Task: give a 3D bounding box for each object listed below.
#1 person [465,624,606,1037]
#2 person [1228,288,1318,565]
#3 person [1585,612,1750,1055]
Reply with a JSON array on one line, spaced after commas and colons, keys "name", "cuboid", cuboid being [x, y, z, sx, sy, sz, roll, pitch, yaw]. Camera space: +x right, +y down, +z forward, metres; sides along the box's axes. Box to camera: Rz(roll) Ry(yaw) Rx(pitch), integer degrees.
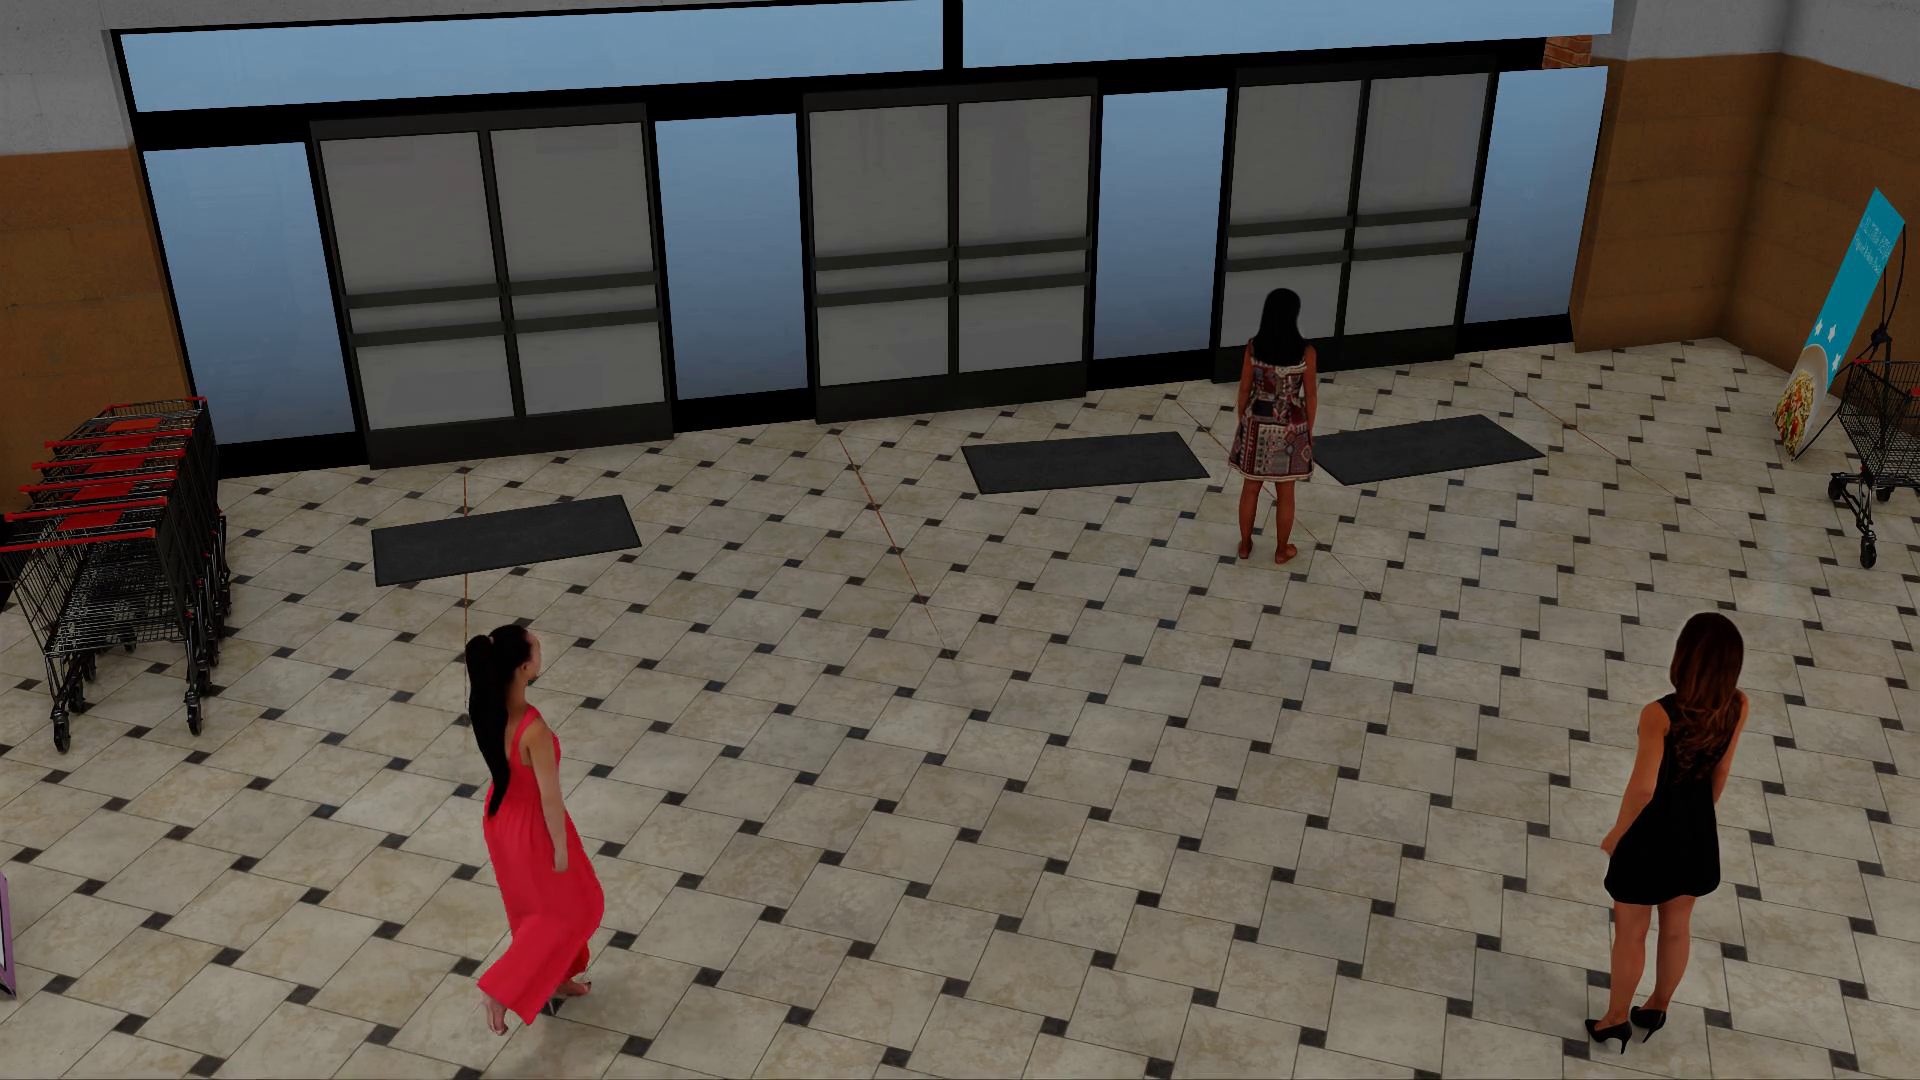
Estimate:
[{"name": "person", "cuboid": [-1.628, 1.107, 6.029, 0.869, 1.715, 0.899, 19, 33, 33]}, {"name": "person", "cuboid": [1.801, -0.649, 9.571, 0.724, 1.643, 0.731, 9, 28, 17]}, {"name": "person", "cuboid": [2.527, 1.075, 5.960, 0.576, 1.834, 0.511, -7, 28, -13]}]
